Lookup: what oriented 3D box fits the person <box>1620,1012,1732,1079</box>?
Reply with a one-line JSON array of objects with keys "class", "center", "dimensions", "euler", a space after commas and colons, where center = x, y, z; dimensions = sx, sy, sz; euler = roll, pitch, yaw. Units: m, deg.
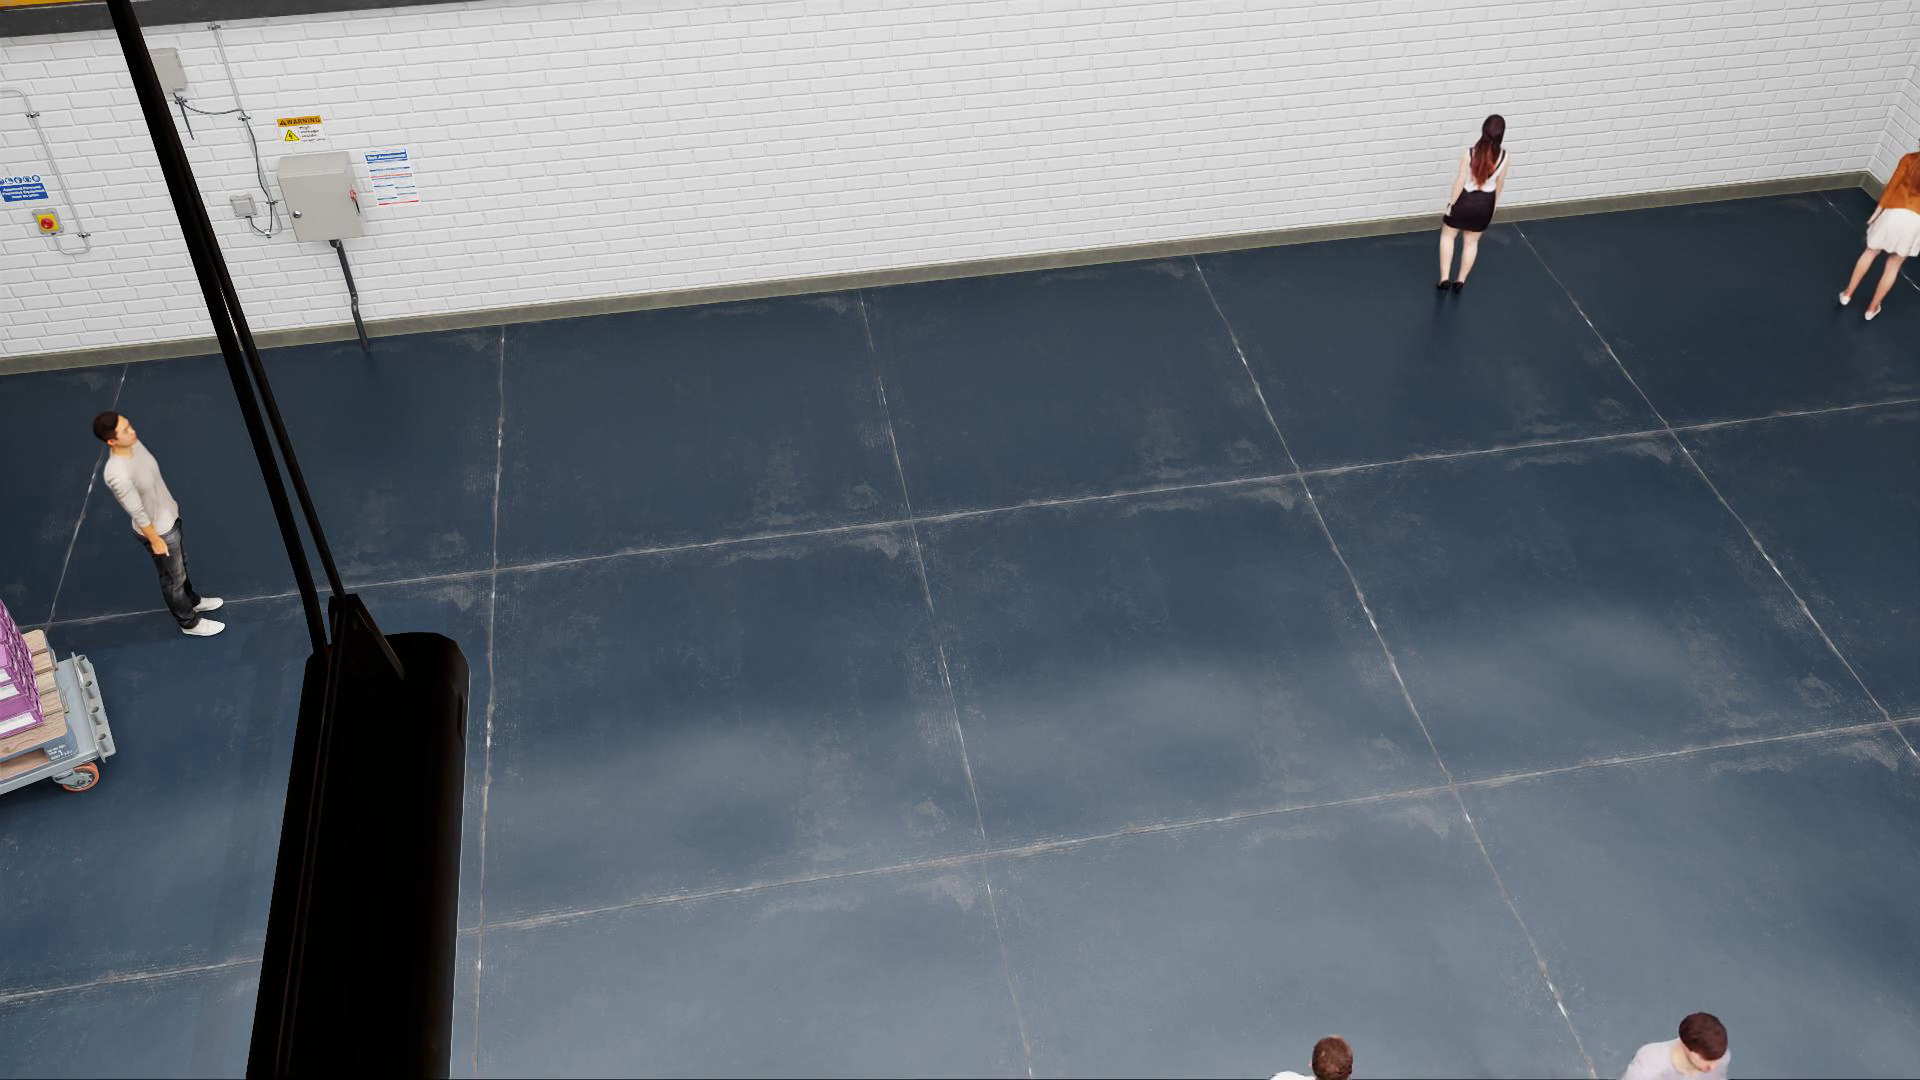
[{"class": "person", "center": [3.222, 2.681, 7.890], "dimensions": [0.791, 1.801, 1.162], "euler": [-13, 45, -14]}]

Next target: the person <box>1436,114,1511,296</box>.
[{"class": "person", "center": [4.209, -2.727, 13.679], "dimensions": [0.608, 1.646, 0.556], "euler": [-1, 44, -1]}]

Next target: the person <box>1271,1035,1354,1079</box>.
[{"class": "person", "center": [1.531, 2.949, 7.591], "dimensions": [1.015, 1.826, 1.090], "euler": [26, 49, 24]}]

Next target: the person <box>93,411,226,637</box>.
[{"class": "person", "center": [-5.244, -0.113, 10.815], "dimensions": [0.721, 1.812, 0.506], "euler": [-11, 45, -11]}]

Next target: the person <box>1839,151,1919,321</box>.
[{"class": "person", "center": [7.618, -2.559, 13.463], "dimensions": [0.758, 1.701, 0.813], "euler": [24, 48, 23]}]
